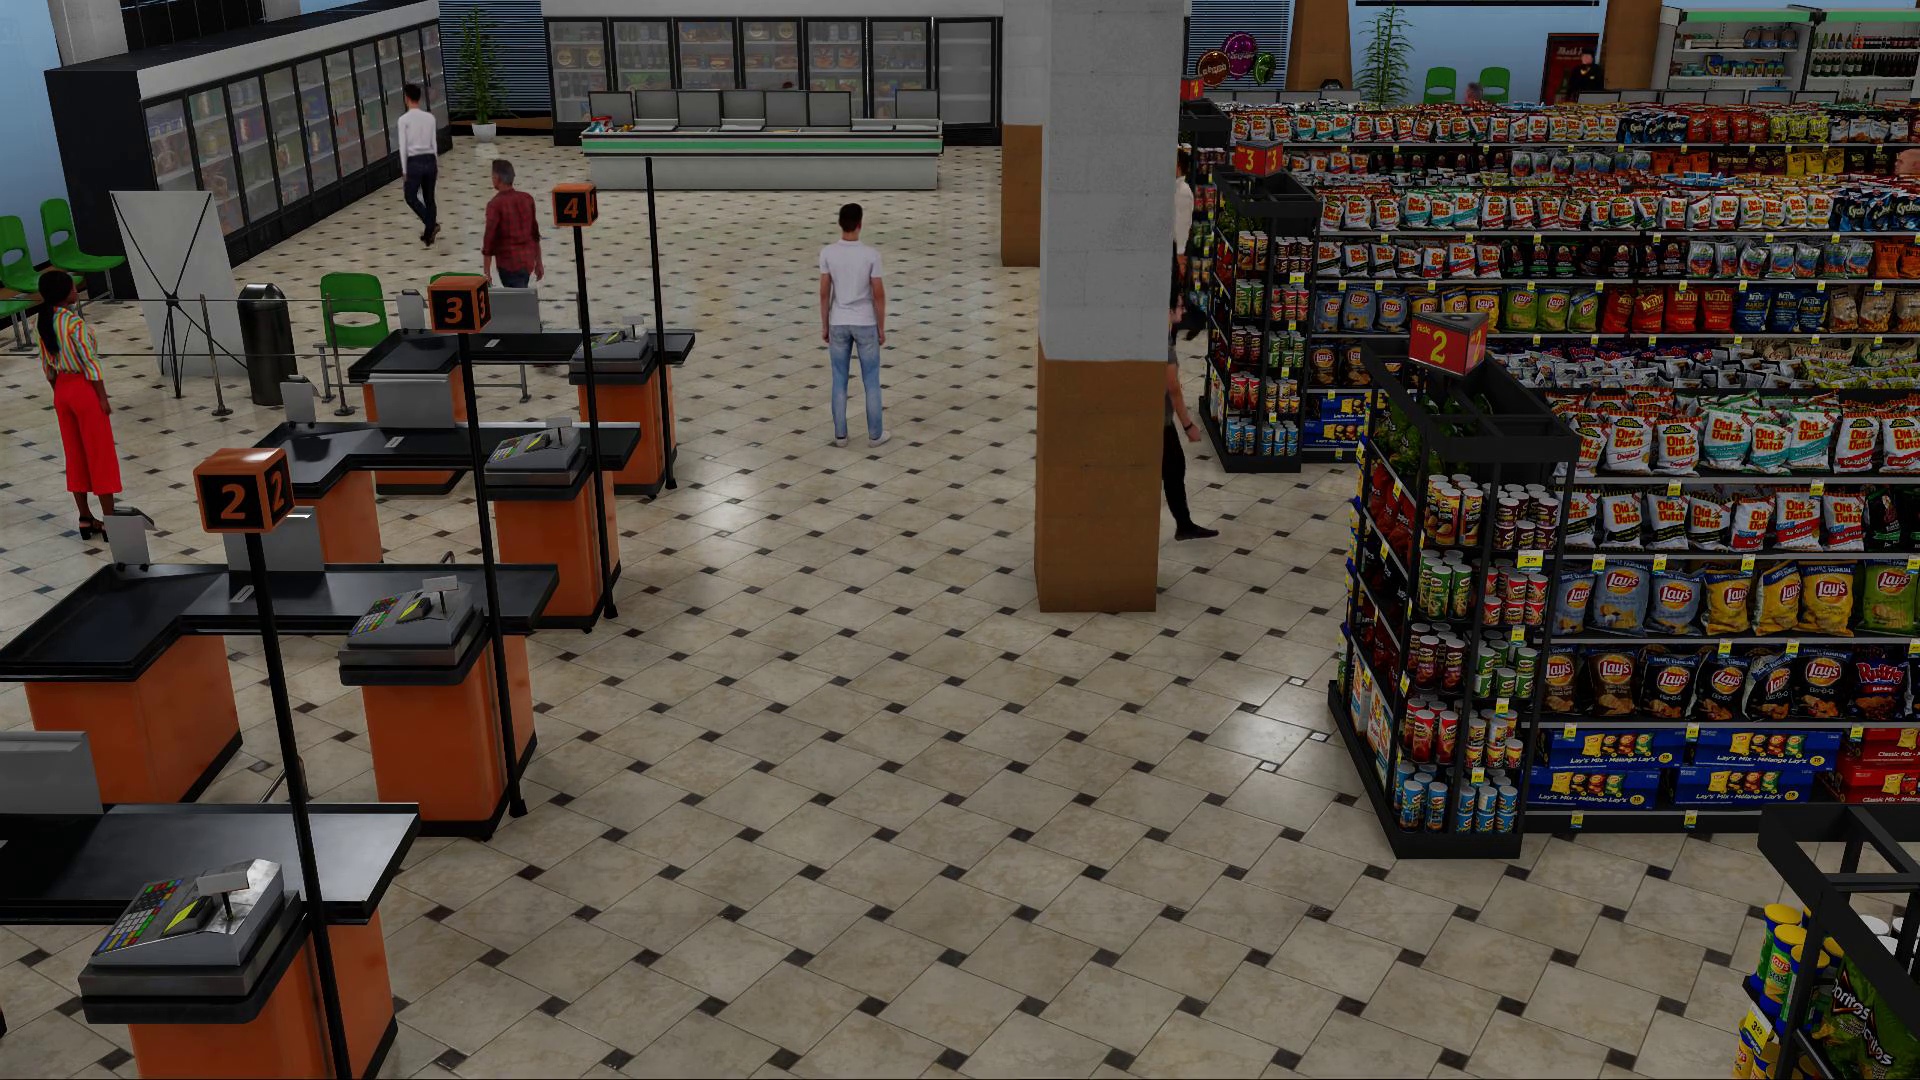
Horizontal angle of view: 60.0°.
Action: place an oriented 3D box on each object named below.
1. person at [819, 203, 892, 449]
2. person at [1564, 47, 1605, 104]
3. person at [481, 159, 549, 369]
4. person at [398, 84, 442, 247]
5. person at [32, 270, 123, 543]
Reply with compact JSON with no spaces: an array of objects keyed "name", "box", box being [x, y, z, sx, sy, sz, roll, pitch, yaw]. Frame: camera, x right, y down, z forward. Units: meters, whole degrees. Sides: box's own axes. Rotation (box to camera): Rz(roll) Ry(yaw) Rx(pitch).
[{"name":"person","box":[-0.807,-1.610,12.566,0.538,1.850,0.737,3,22,8]},{"name":"person","box":[9.574,-6.649,25.371,0.950,1.652,0.897,-17,28,-37]},{"name":"person","box":[-3.825,-2.366,14.539,1.333,1.782,1.158,14,26,32]},{"name":"person","box":[-6.246,-4.338,19.354,0.998,1.851,1.038,-19,28,-39]},{"name":"person","box":[-5.709,-0.867,10.792,0.570,1.792,0.718,7,23,17]}]
